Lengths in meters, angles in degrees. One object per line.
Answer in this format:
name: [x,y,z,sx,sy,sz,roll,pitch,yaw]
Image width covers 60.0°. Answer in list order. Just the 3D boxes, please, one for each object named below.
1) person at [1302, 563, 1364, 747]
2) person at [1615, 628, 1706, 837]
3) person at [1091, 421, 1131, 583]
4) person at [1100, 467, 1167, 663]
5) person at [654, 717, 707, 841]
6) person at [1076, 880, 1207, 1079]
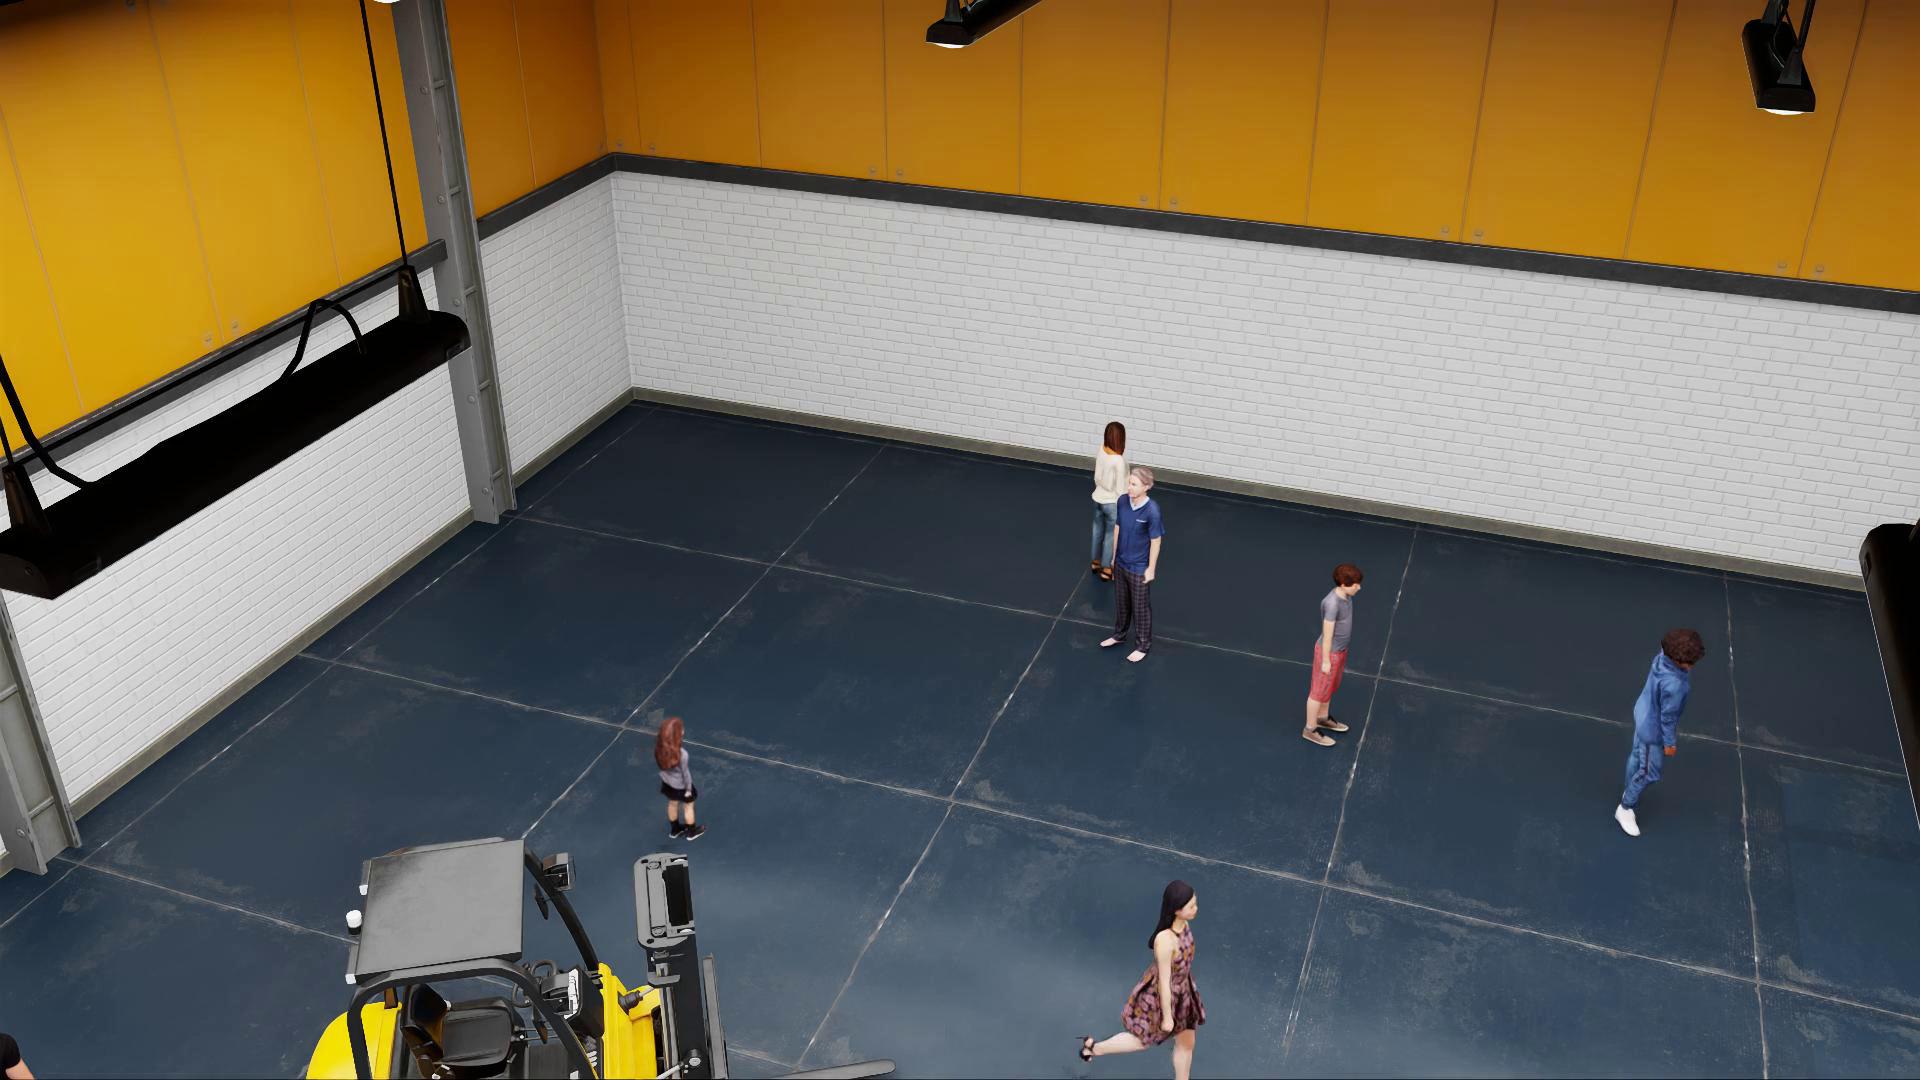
person: [3.071,0.917,13.789,0.680,1.649,0.542,17,33,29]
person: [5.347,1.361,12.829,0.898,1.789,0.550,0,29,0]
person: [1.439,-0.383,16.140,0.746,1.679,0.688,-13,31,-22]
person: [1.560,0.192,14.886,0.715,1.871,0.735,-24,37,-36]
person: [-2.199,1.827,12.692,0.538,1.101,0.574,20,34,32]
person: [1.180,2.809,10.214,0.696,1.751,1.015,12,31,21]
